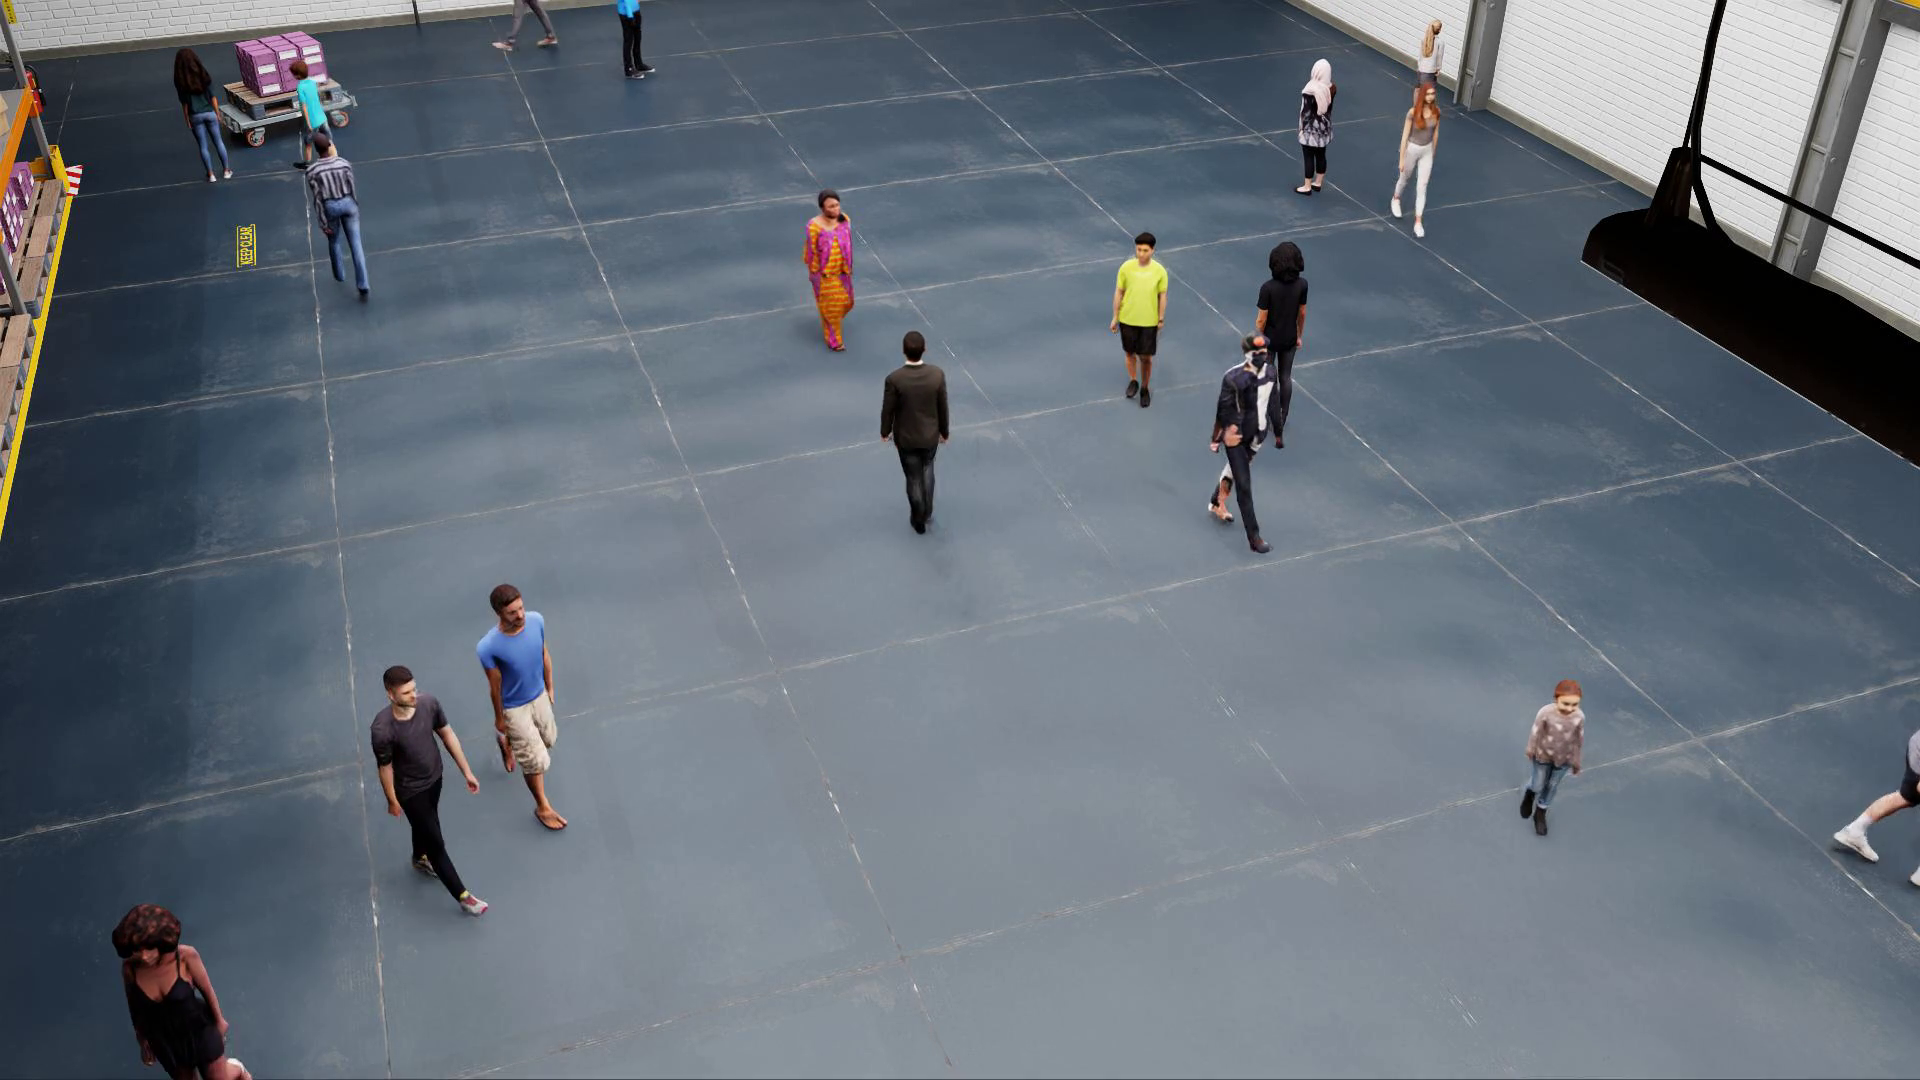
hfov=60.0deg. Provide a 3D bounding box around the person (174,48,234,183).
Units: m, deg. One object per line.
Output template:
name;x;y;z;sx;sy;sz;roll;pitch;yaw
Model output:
person;-9.265;-5.193;20.319;0.639;1.615;0.638;-18;38;-25

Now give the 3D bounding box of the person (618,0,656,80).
person;-4.714;-7.470;23.582;0.789;1.795;0.701;7;34;11

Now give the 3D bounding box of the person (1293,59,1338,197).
person;4.273;-4.947;19.929;0.687;1.637;0.684;-20;39;-28

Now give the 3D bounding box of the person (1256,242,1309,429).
person;2.884;-1.841;15.078;0.662;1.835;0.557;-8;34;-11

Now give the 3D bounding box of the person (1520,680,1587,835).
person;3.863;1.370;10.832;0.586;1.187;0.644;5;34;8

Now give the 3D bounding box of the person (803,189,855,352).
person;-1.306;-2.740;16.580;0.743;1.669;0.943;-18;38;-25

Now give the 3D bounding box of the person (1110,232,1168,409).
person;1.689;-2.126;15.636;0.793;1.691;0.849;10;35;15

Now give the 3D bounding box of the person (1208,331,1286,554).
person;2.276;-0.873;13.616;0.844;1.840;1.220;-17;37;-24

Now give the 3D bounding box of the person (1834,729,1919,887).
person;5.950;1.323;10.297;1.131;1.857;1.034;18;38;25

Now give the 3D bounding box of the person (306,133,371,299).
person;-6.459;-3.366;17.448;0.732;1.751;1.074;-18;38;-25

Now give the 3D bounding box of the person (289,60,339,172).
person;-7.881;-5.173;20.465;0.904;1.421;0.885;11;35;15

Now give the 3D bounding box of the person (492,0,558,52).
person;-6.353;-8.190;24.581;0.782;1.888;1.125;-9;35;-13

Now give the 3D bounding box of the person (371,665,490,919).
person;-3.368;1.457;10.217;1.144;1.723;1.033;18;38;25

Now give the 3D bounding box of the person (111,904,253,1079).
person;-4.014;2.485;8.620;0.623;1.779;0.768;-6;34;-9

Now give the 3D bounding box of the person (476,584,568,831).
person;-2.899;1.011;10.787;1.162;1.834;0.971;26;42;34

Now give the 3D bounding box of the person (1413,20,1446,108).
person;6.301;-6.366;22.391;0.581;1.275;0.654;23;40;30

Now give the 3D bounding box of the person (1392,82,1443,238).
person;5.213;-4.424;19.102;0.835;1.682;1.207;-2;34;-3

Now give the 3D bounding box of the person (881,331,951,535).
person;-0.331;-0.833;13.602;0.722;1.790;0.660;-9;35;-13
